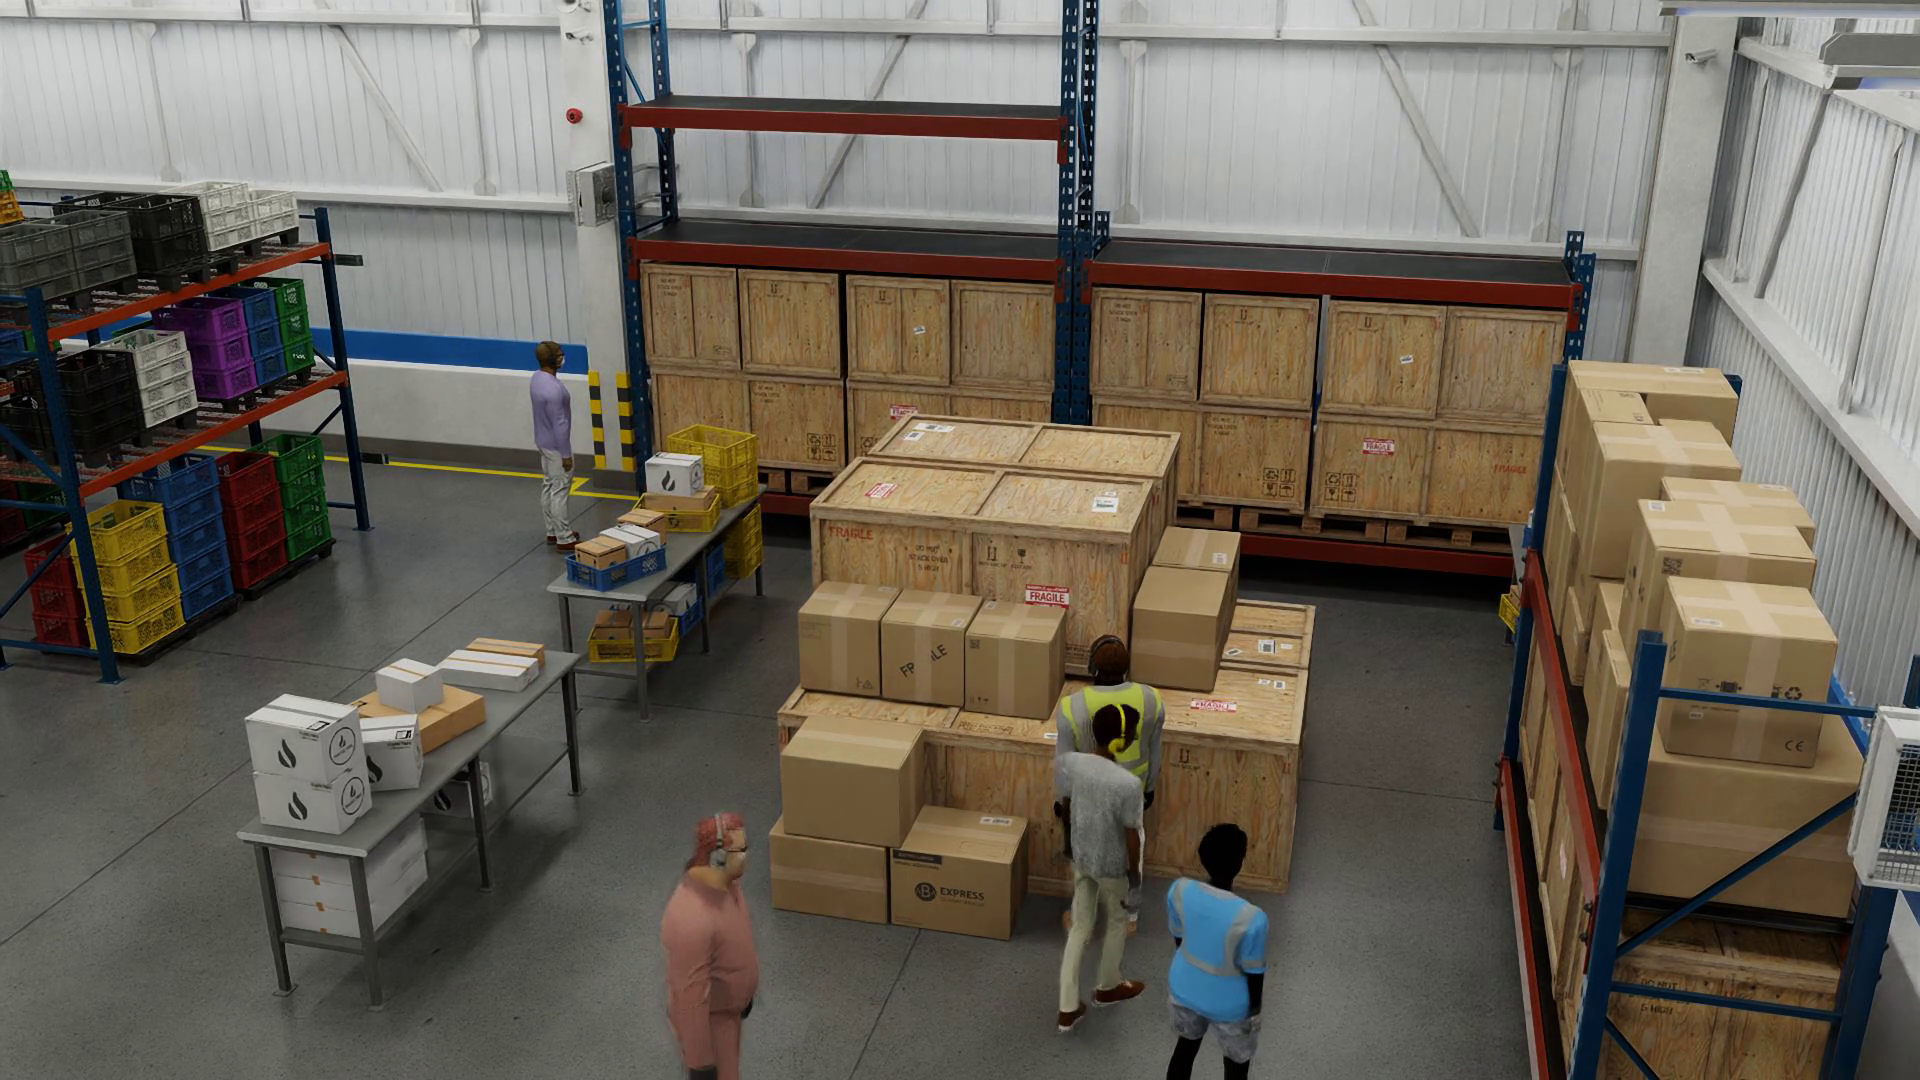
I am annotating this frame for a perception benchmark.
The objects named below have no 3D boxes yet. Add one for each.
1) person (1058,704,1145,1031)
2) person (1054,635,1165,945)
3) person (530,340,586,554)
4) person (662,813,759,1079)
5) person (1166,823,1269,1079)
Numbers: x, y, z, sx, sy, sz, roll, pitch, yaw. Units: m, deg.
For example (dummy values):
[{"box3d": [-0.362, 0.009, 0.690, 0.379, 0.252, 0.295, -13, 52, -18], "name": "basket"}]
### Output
[{"box3d": [0.694, 1.654, 8.519, 0.592, 1.838, 0.634, 15, 26, 35], "name": "person"}, {"box3d": [0.800, 1.381, 9.213, 0.623, 1.843, 0.429, -6, 22, -14], "name": "person"}, {"box3d": [-3.608, -0.838, 14.881, 0.372, 1.940, 0.629, -11, 24, -27], "name": "person"}, {"box3d": [-1.066, 2.078, 7.320, 0.411, 1.899, 0.667, 1, 21, 2], "name": "person"}, {"box3d": [1.166, 2.073, 7.613, 0.533, 1.691, 0.333, 17, 27, 38], "name": "person"}]
